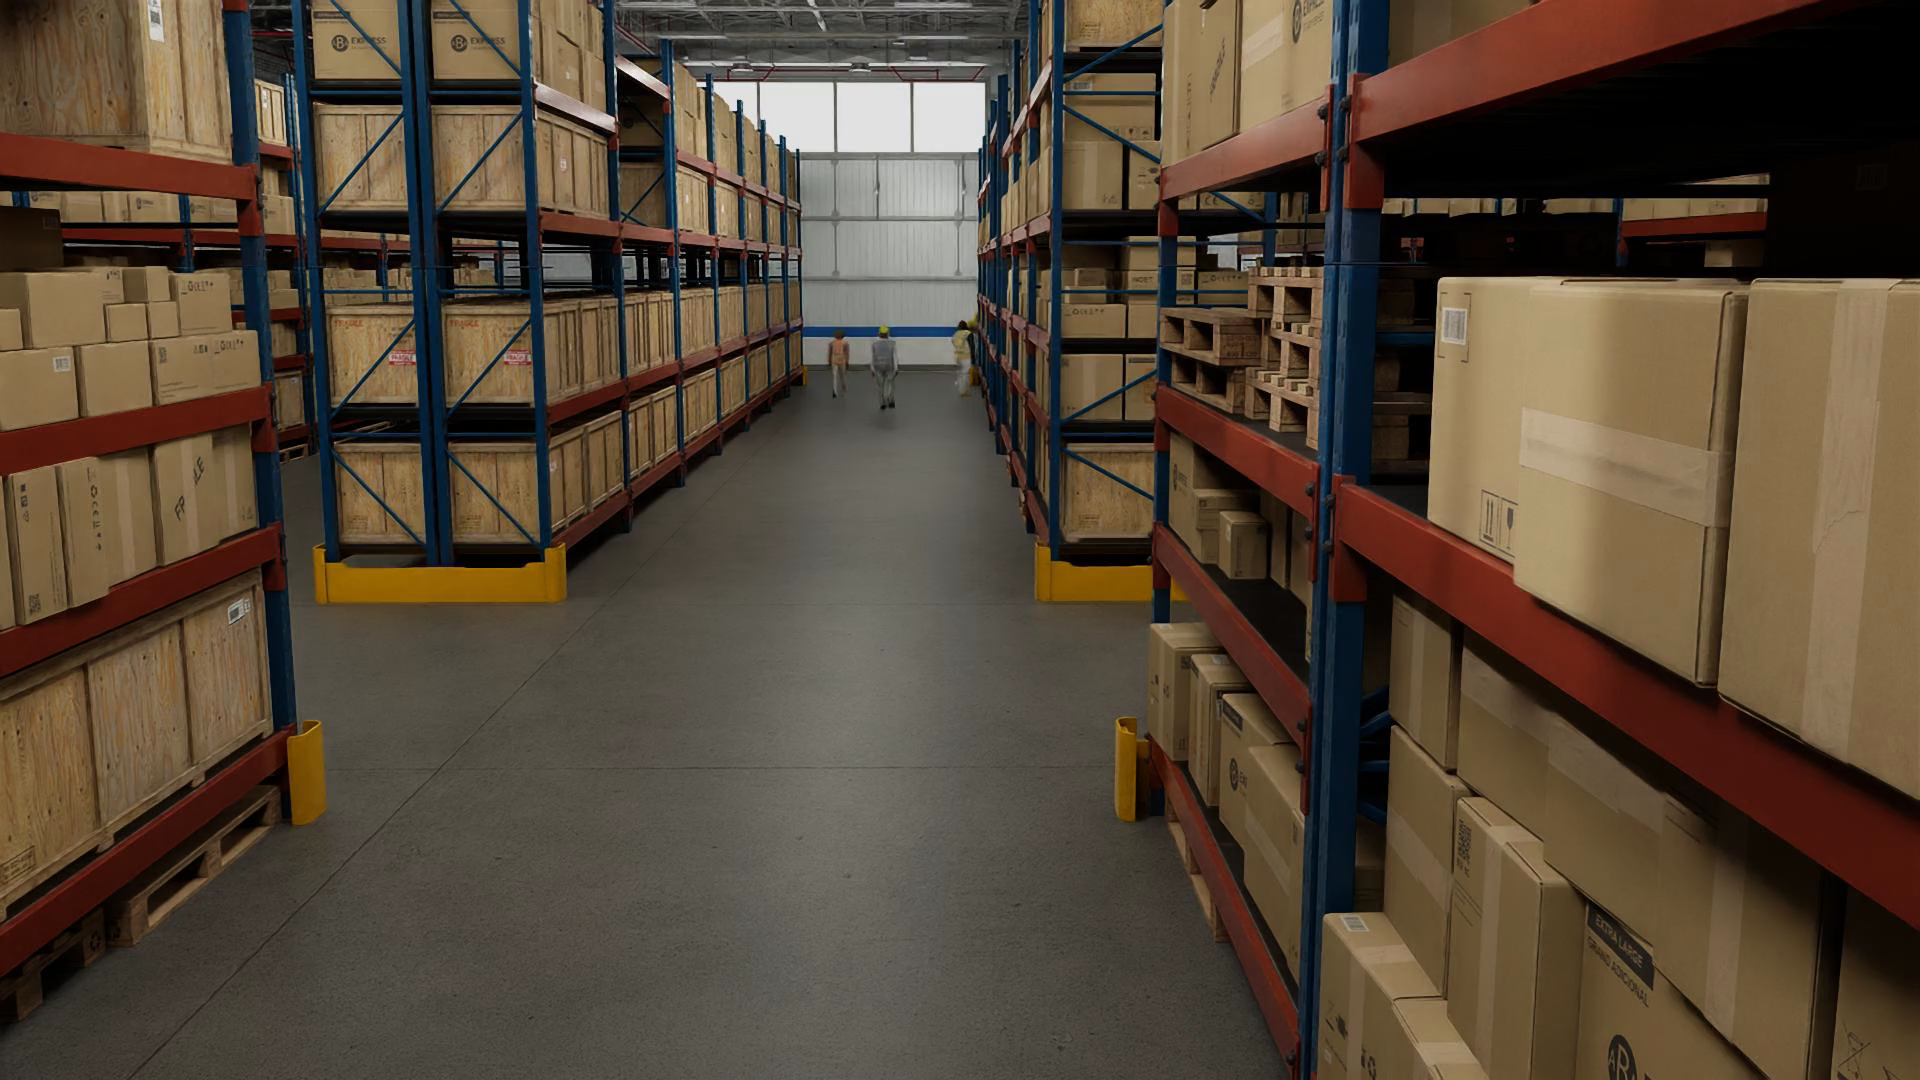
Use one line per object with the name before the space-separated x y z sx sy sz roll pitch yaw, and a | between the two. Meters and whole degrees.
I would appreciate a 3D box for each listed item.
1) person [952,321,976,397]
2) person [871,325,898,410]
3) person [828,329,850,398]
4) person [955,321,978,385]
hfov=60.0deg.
person | 0.092 -4.320 39.665 0.668 1.796 0.717 9 13 42
person | -1.608 -3.736 36.016 0.621 1.809 0.732 1 9 8
person | -2.870 -4.173 39.339 0.513 1.606 0.767 0 9 1
person | 0.273 -4.930 43.752 0.938 1.684 0.508 -5 10 -28
